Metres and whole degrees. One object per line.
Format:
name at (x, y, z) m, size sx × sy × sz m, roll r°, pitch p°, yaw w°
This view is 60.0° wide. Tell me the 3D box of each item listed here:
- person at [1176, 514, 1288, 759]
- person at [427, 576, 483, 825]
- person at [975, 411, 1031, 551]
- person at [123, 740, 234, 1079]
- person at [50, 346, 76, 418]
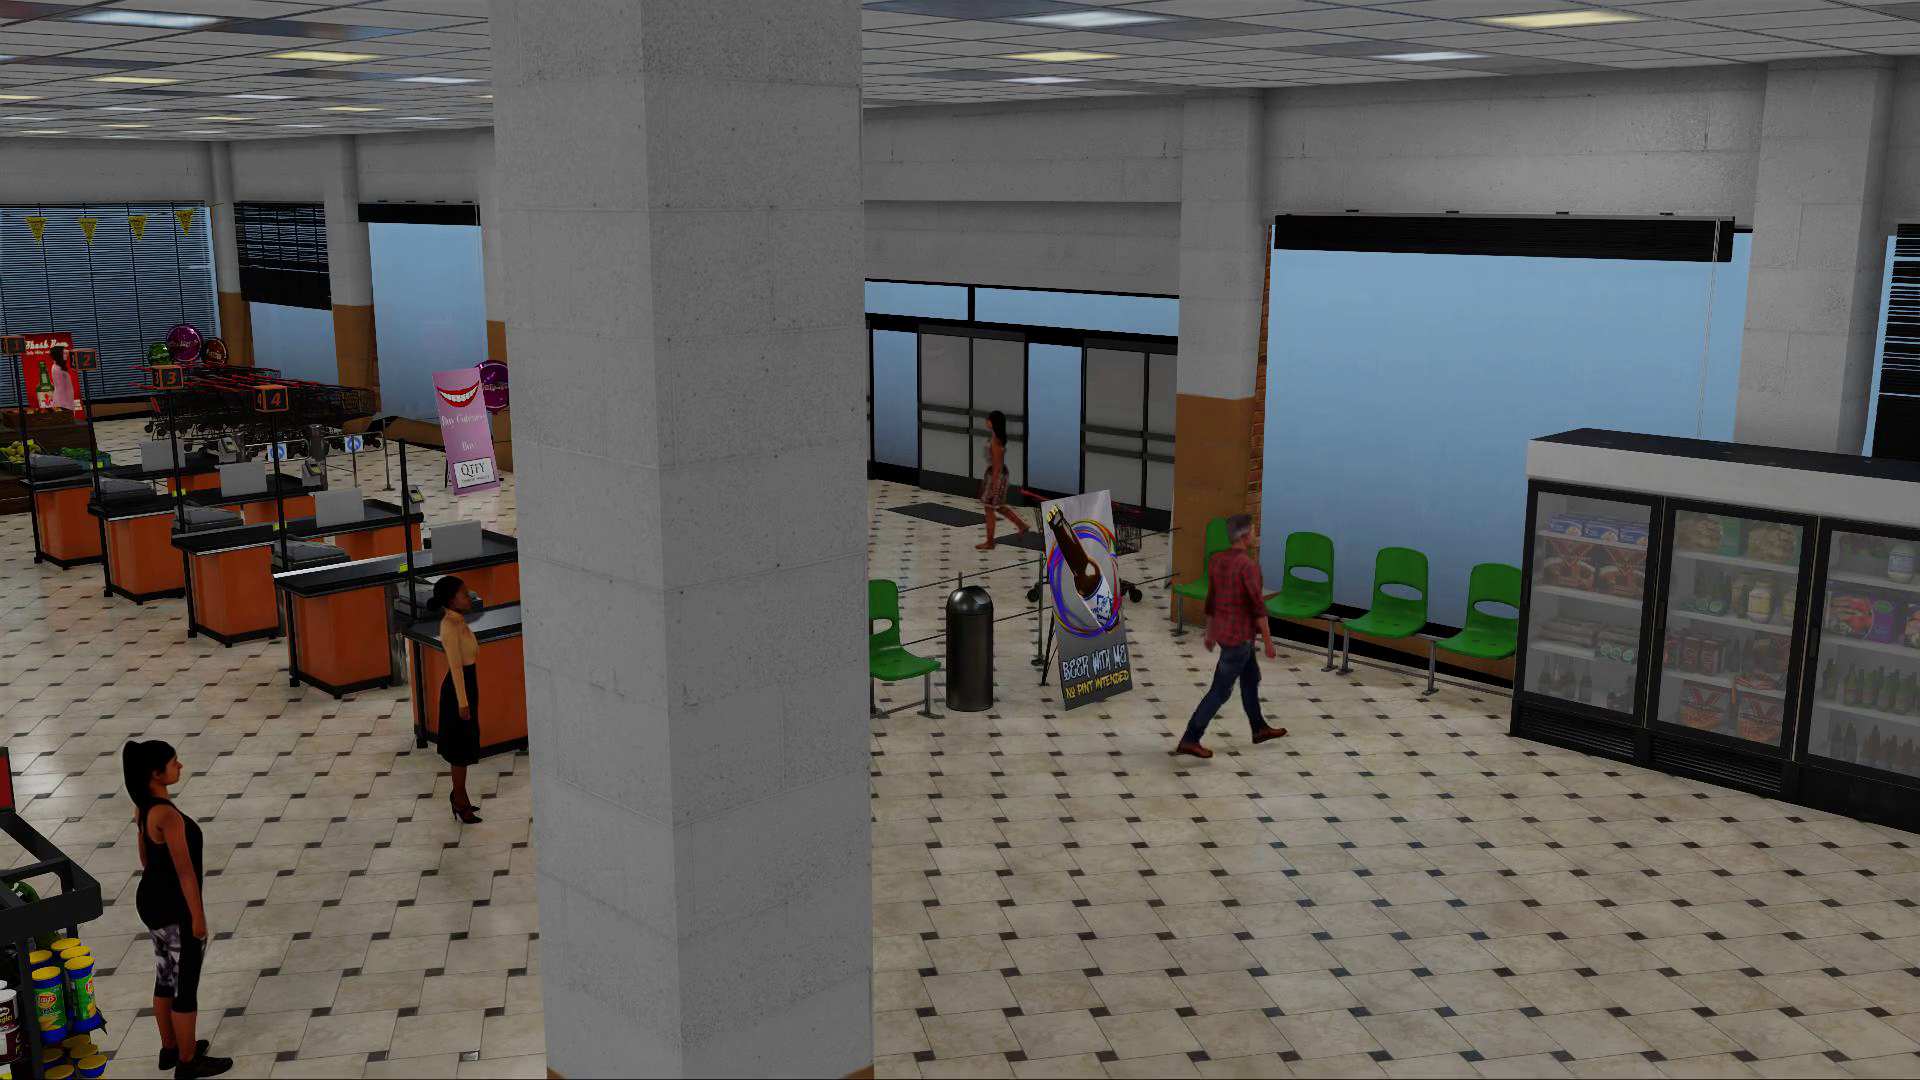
person at (1.929, 0.741, 12.108) m, size 1.348 × 1.781 × 1.048 m, roll -4°, pitch 13°, yaw -20°
person at (-3.303, 1.044, 10.984) m, size 0.676 × 1.653 × 0.662 m, roll -3°, pitch 12°, yaw -16°
person at (0.498, -0.678, 19.209) m, size 0.960 × 1.634 × 0.942 m, roll 2°, pitch 12°, yaw 11°
person at (-3.697, 1.712, 7.793) m, size 0.586 × 1.661 × 0.505 m, roll 11°, pitch 16°, yaw 41°
person at (-13.668, -2.056, 25.343) m, size 0.622 × 1.803 × 0.671 m, roll -6°, pitch 13°, yaw -27°
